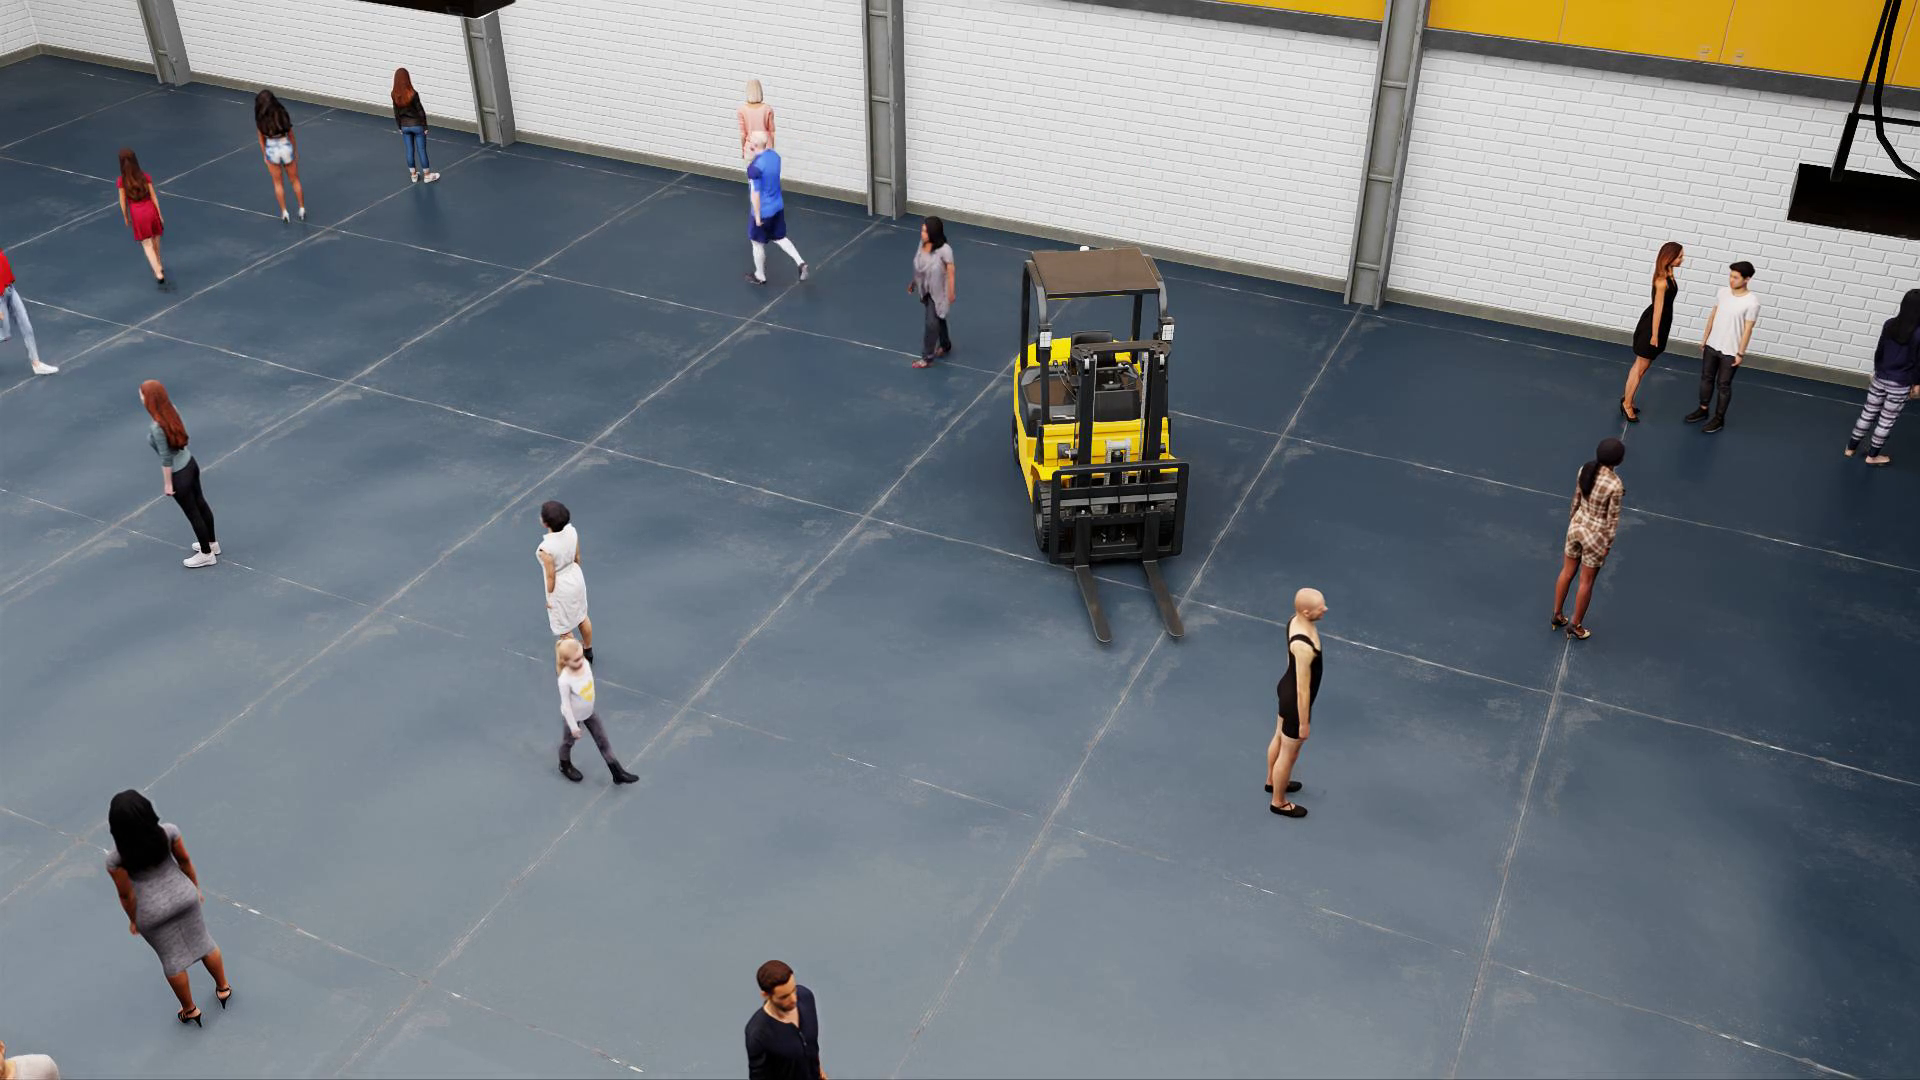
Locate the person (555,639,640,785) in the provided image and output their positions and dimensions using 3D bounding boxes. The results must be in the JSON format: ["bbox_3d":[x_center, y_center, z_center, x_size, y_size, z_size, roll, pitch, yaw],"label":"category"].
[{"bbox_3d":[-2.732,1.202,11.683,0.888,1.248,0.552,18,37,25],"label":"person"}]

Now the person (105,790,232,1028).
[{"bbox_3d":[-4.649,2.161,9.759,0.652,1.781,0.634,-28,43,-35],"label":"person"}]

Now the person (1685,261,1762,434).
[{"bbox_3d":[7.329,-1.869,15.883,0.768,1.714,0.684,-15,36,-21],"label":"person"}]

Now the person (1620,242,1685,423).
[{"bbox_3d":[6.646,-1.999,15.969,0.511,1.835,0.570,14,36,20],"label":"person"}]

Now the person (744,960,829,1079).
[{"bbox_3d":[-0.900,2.855,8.644,0.574,1.859,0.664,21,39,28],"label":"person"}]

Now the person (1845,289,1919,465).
[{"bbox_3d":[8.599,-1.486,15.292,0.753,1.729,0.639,-14,36,-20],"label":"person"}]

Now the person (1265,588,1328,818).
[{"bbox_3d":[2.282,1.086,11.346,0.650,1.815,0.710,2,34,3],"label":"person"}]

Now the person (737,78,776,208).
[{"bbox_3d":[-2.452,-4.756,20.216,0.640,1.725,0.737,-5,34,-8],"label":"person"}]

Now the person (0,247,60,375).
[{"bbox_3d":[-9.706,-2.410,16.725,1.101,1.682,0.876,1,34,1],"label":"person"}]

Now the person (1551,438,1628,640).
[{"bbox_3d":[4.920,-0.011,13.015,0.731,1.794,0.655,-16,37,-22],"label":"person"}]

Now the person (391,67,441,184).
[{"bbox_3d":[-7.008,-5.307,21.263,0.535,1.483,0.673,5,34,7],"label":"person"}]

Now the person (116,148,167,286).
[{"bbox_3d":[-9.163,-3.618,18.681,0.885,1.528,1.086,-21,39,-28],"label":"person"}]

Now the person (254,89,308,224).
[{"bbox_3d":[-8.227,-4.646,20.141,0.667,1.625,0.717,-16,37,-22],"label":"person"}]

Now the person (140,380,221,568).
[{"bbox_3d":[-6.508,-0.559,13.887,0.666,1.742,0.658,1,34,1],"label":"person"}]

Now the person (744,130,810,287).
[{"bbox_3d":[-2.075,-3.653,18.468,1.080,1.824,0.758,19,38,26],"label":"person"}]

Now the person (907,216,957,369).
[{"bbox_3d":[-0.197,-2.601,17.103,0.908,1.581,0.907,-21,39,-28],"label":"person"}]

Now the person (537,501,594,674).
[{"bbox_3d":[-3.010,0.361,12.672,0.508,1.554,0.549,15,37,21],"label":"person"}]
